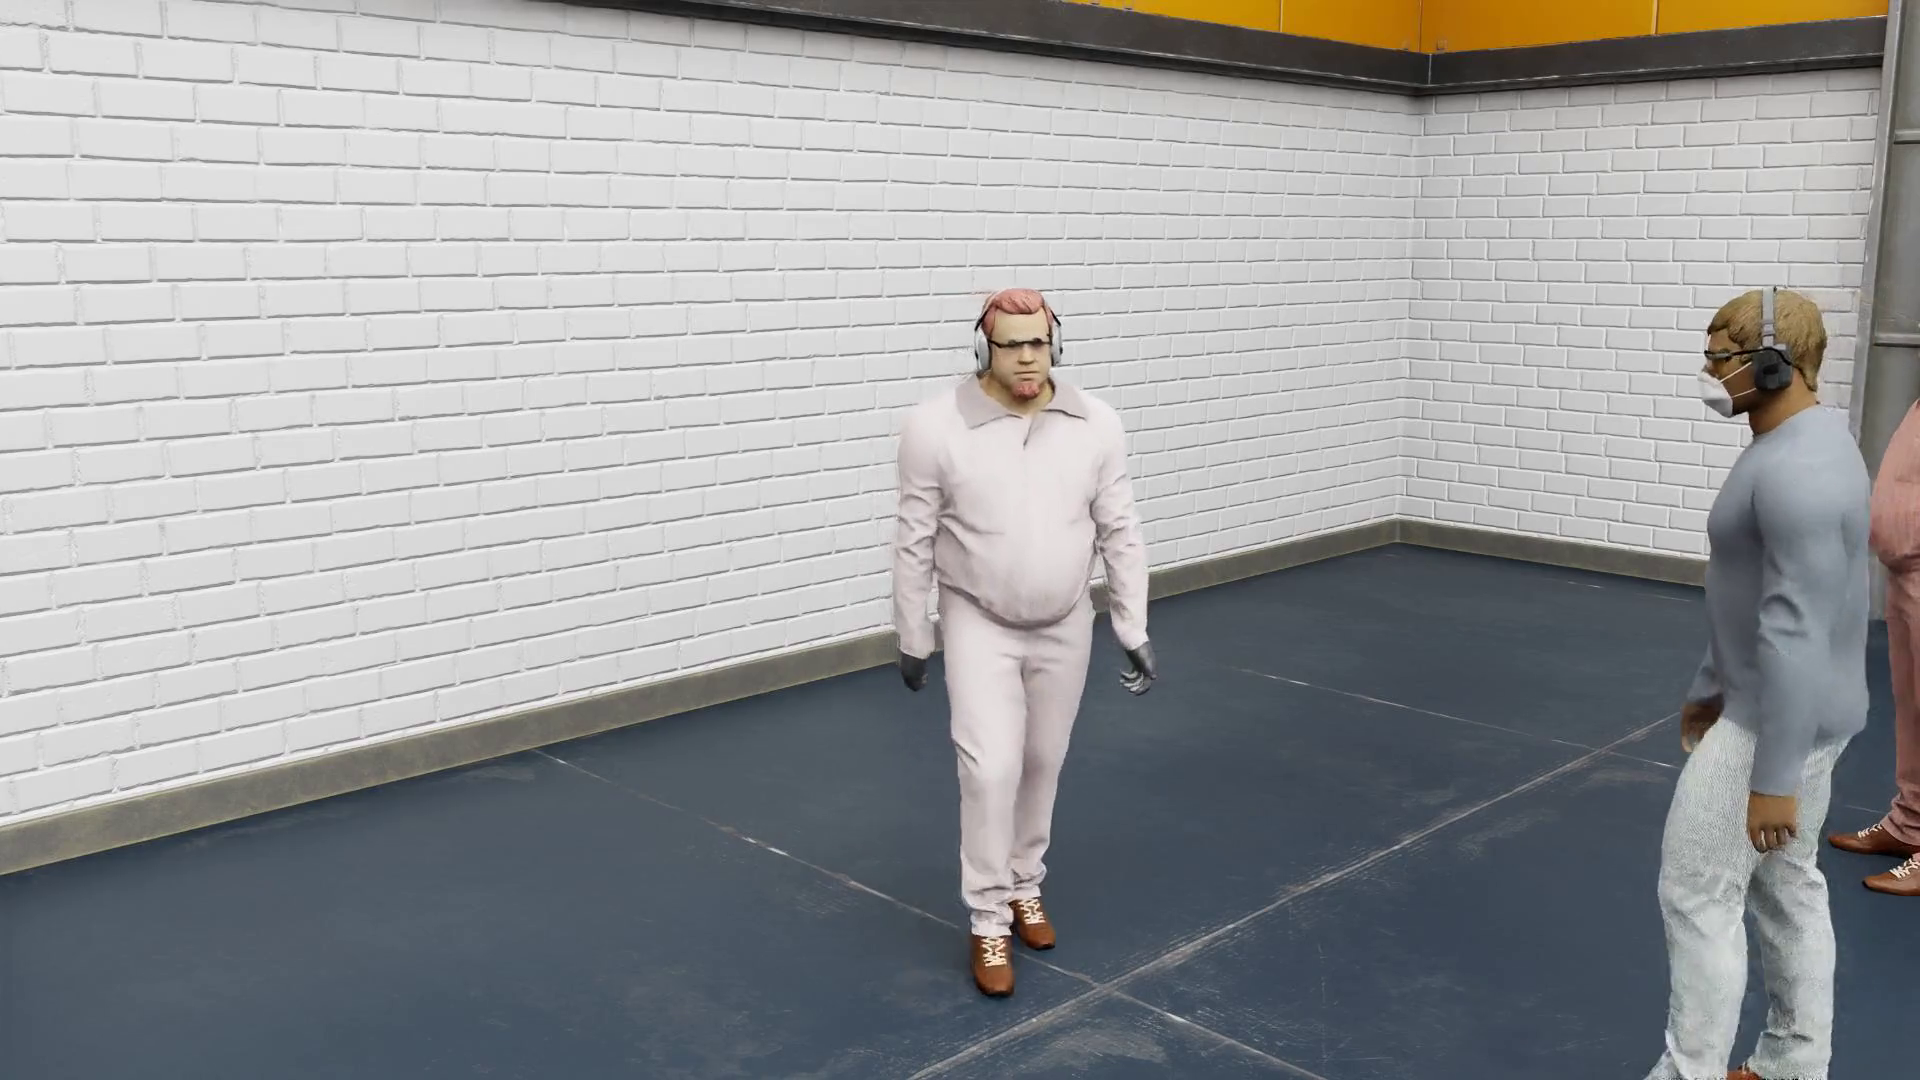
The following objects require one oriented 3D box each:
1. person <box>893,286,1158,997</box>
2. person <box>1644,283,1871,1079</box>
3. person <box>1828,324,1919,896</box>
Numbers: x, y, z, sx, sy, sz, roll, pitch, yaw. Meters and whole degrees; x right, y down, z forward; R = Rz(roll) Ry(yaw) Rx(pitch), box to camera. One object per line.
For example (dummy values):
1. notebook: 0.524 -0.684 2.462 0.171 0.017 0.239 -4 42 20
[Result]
1. person: 0.189 0.265 4.520 0.667 1.880 0.721 -3 11 -17
2. person: 1.723 0.402 3.691 0.534 1.928 0.650 5 12 28
3. person: 3.010 0.140 5.138 0.408 1.912 0.641 3 11 14
